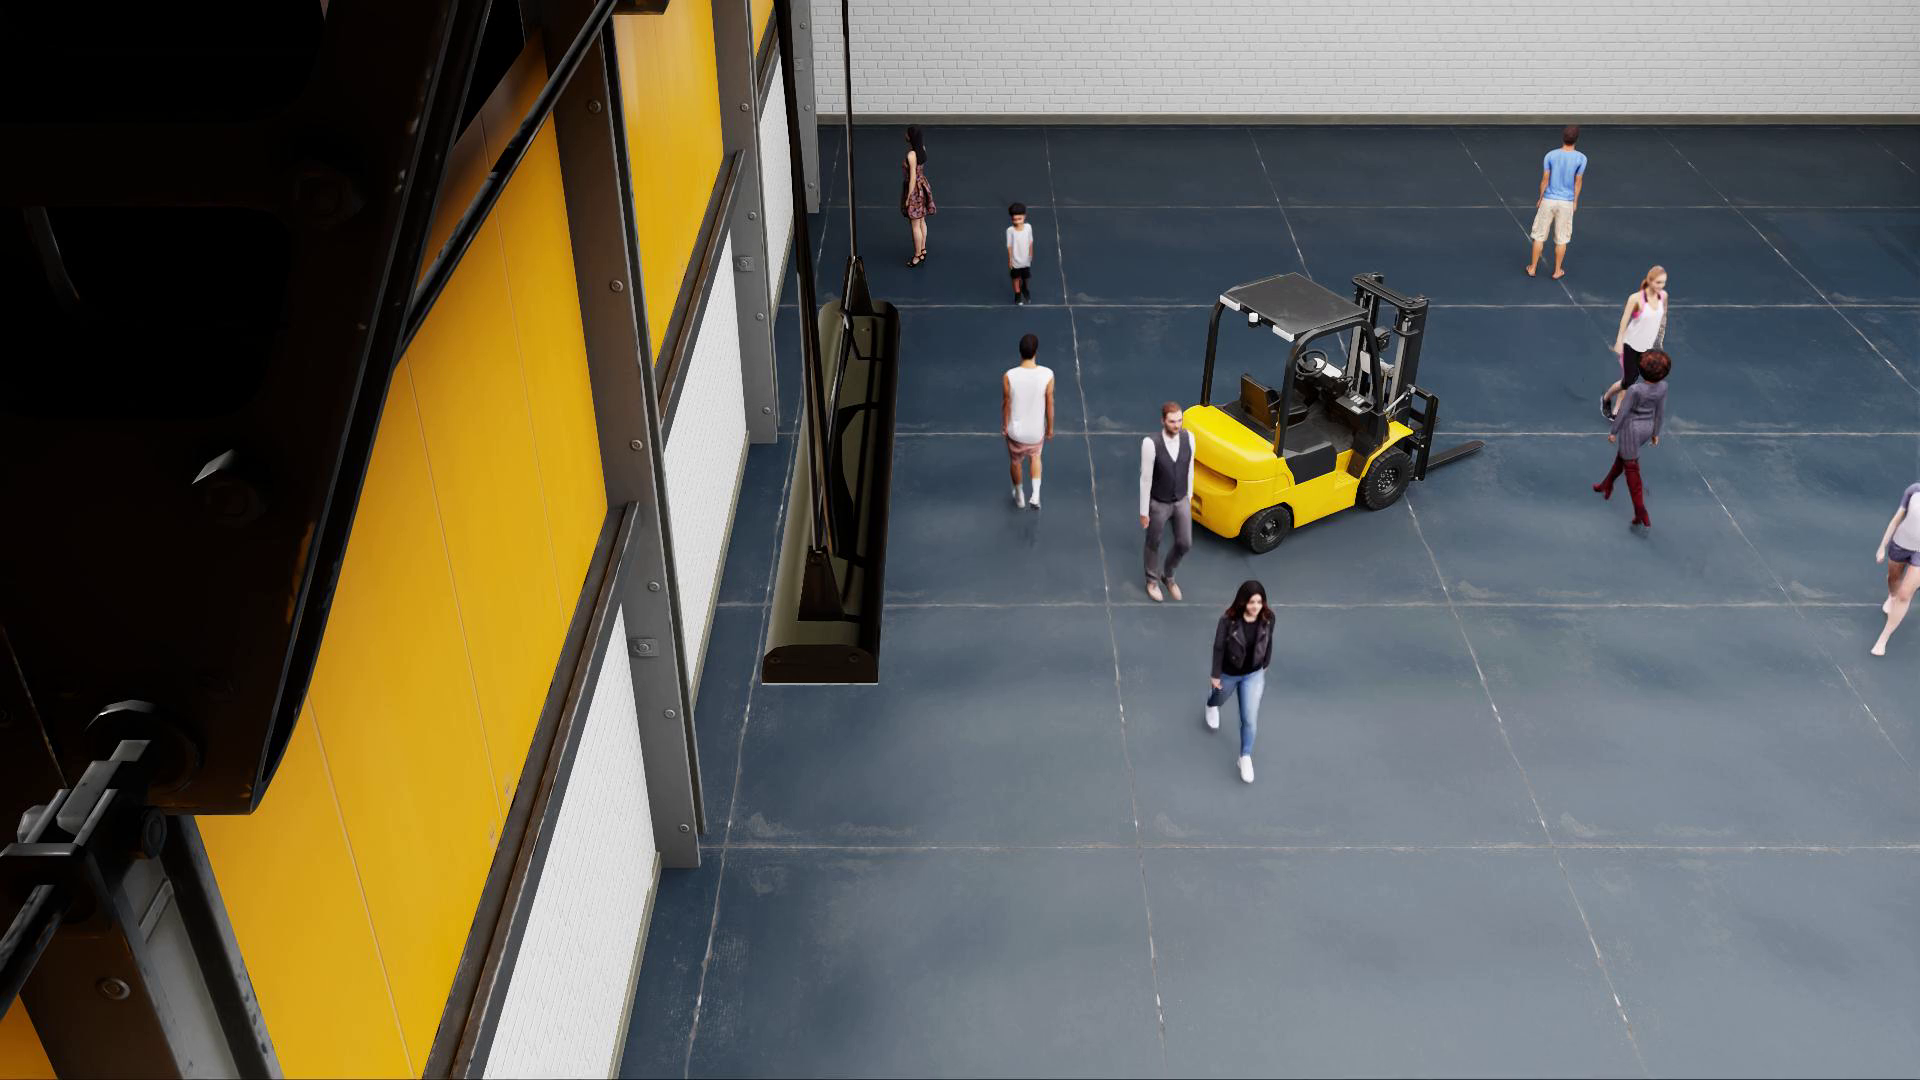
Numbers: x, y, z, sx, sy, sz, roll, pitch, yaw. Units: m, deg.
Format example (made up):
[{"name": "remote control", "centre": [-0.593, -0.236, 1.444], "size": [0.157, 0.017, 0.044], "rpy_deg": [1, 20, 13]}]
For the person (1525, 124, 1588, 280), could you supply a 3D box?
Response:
[{"name": "person", "centre": [7.105, -4.019, 19.761], "size": [0.727, 1.863, 0.694], "rpy_deg": [12, 35, 17]}]

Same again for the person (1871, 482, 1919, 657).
[{"name": "person", "centre": [7.916, 0.042, 13.777], "size": [1.053, 1.724, 1.190], "rpy_deg": [24, 41, 32]}]

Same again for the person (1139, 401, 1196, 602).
[{"name": "person", "centre": [1.728, -0.384, 14.235], "size": [0.778, 1.926, 0.756], "rpy_deg": [-11, 35, -16]}]

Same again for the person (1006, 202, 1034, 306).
[{"name": "person", "centre": [0.662, -3.339, 19.296], "size": [0.522, 1.245, 0.527], "rpy_deg": [-9, 35, -13]}]

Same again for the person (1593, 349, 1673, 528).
[{"name": "person", "centre": [6.236, -0.905, 15.247], "size": [0.819, 1.673, 1.169], "rpy_deg": [-9, 35, -13]}]

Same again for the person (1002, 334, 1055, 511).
[{"name": "person", "centre": [0.606, -1.011, 15.316], "size": [0.659, 1.772, 0.821], "rpy_deg": [-2, 34, -3]}]

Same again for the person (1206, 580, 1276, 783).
[{"name": "person", "centre": [2.066, 0.960, 12.511], "size": [0.684, 1.596, 1.095], "rpy_deg": [-2, 34, -4]}]

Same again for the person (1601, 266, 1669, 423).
[{"name": "person", "centre": [6.771, -1.994, 16.793], "size": [0.715, 1.776, 0.762], "rpy_deg": [-11, 35, -16]}]

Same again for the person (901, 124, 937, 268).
[{"name": "person", "centre": [-0.545, -4.155, 20.045], "size": [0.807, 1.774, 0.705], "rpy_deg": [10, 35, 14]}]
